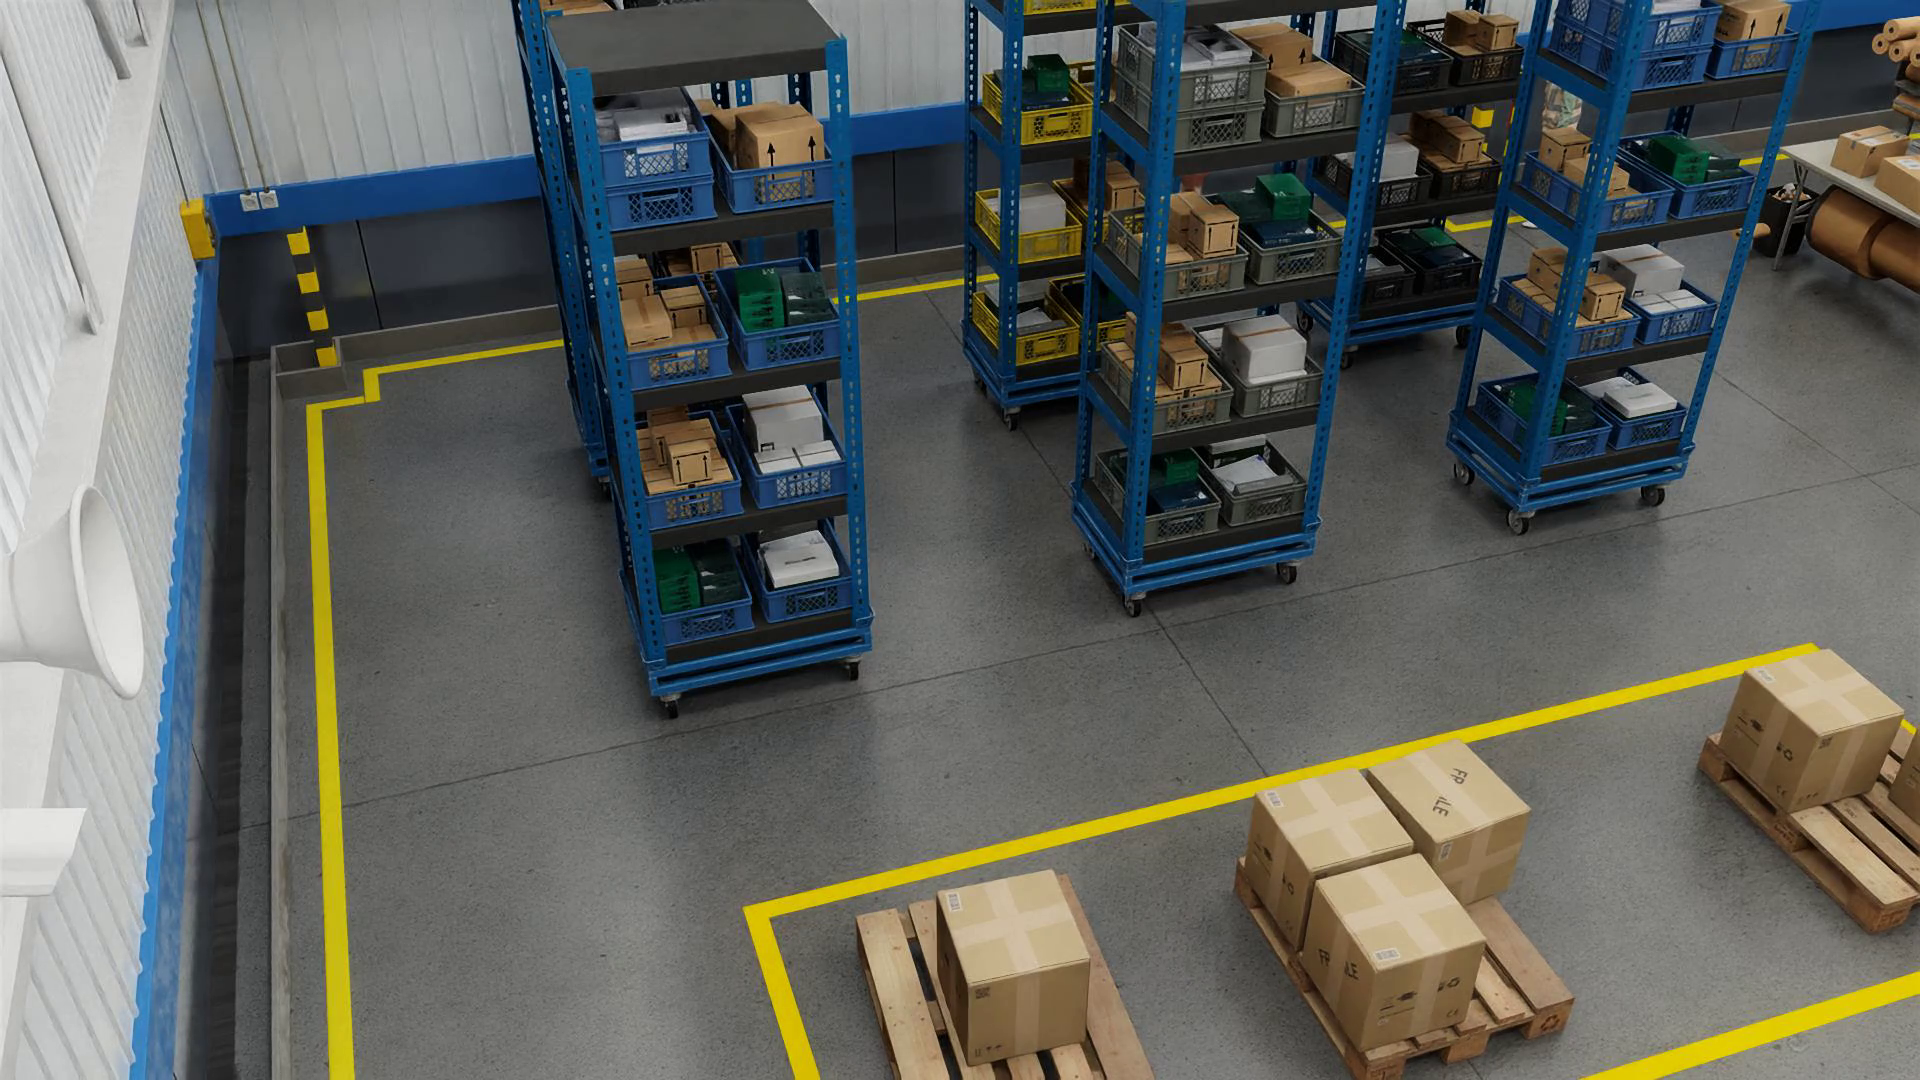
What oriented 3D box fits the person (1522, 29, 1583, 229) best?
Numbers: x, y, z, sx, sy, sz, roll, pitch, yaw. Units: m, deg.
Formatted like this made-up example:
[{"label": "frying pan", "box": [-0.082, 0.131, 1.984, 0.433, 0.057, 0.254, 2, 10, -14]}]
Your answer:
[{"label": "person", "box": [4.896, -3.368, 13.623, 0.307, 1.644, 0.514, 7, 36, 10]}]
